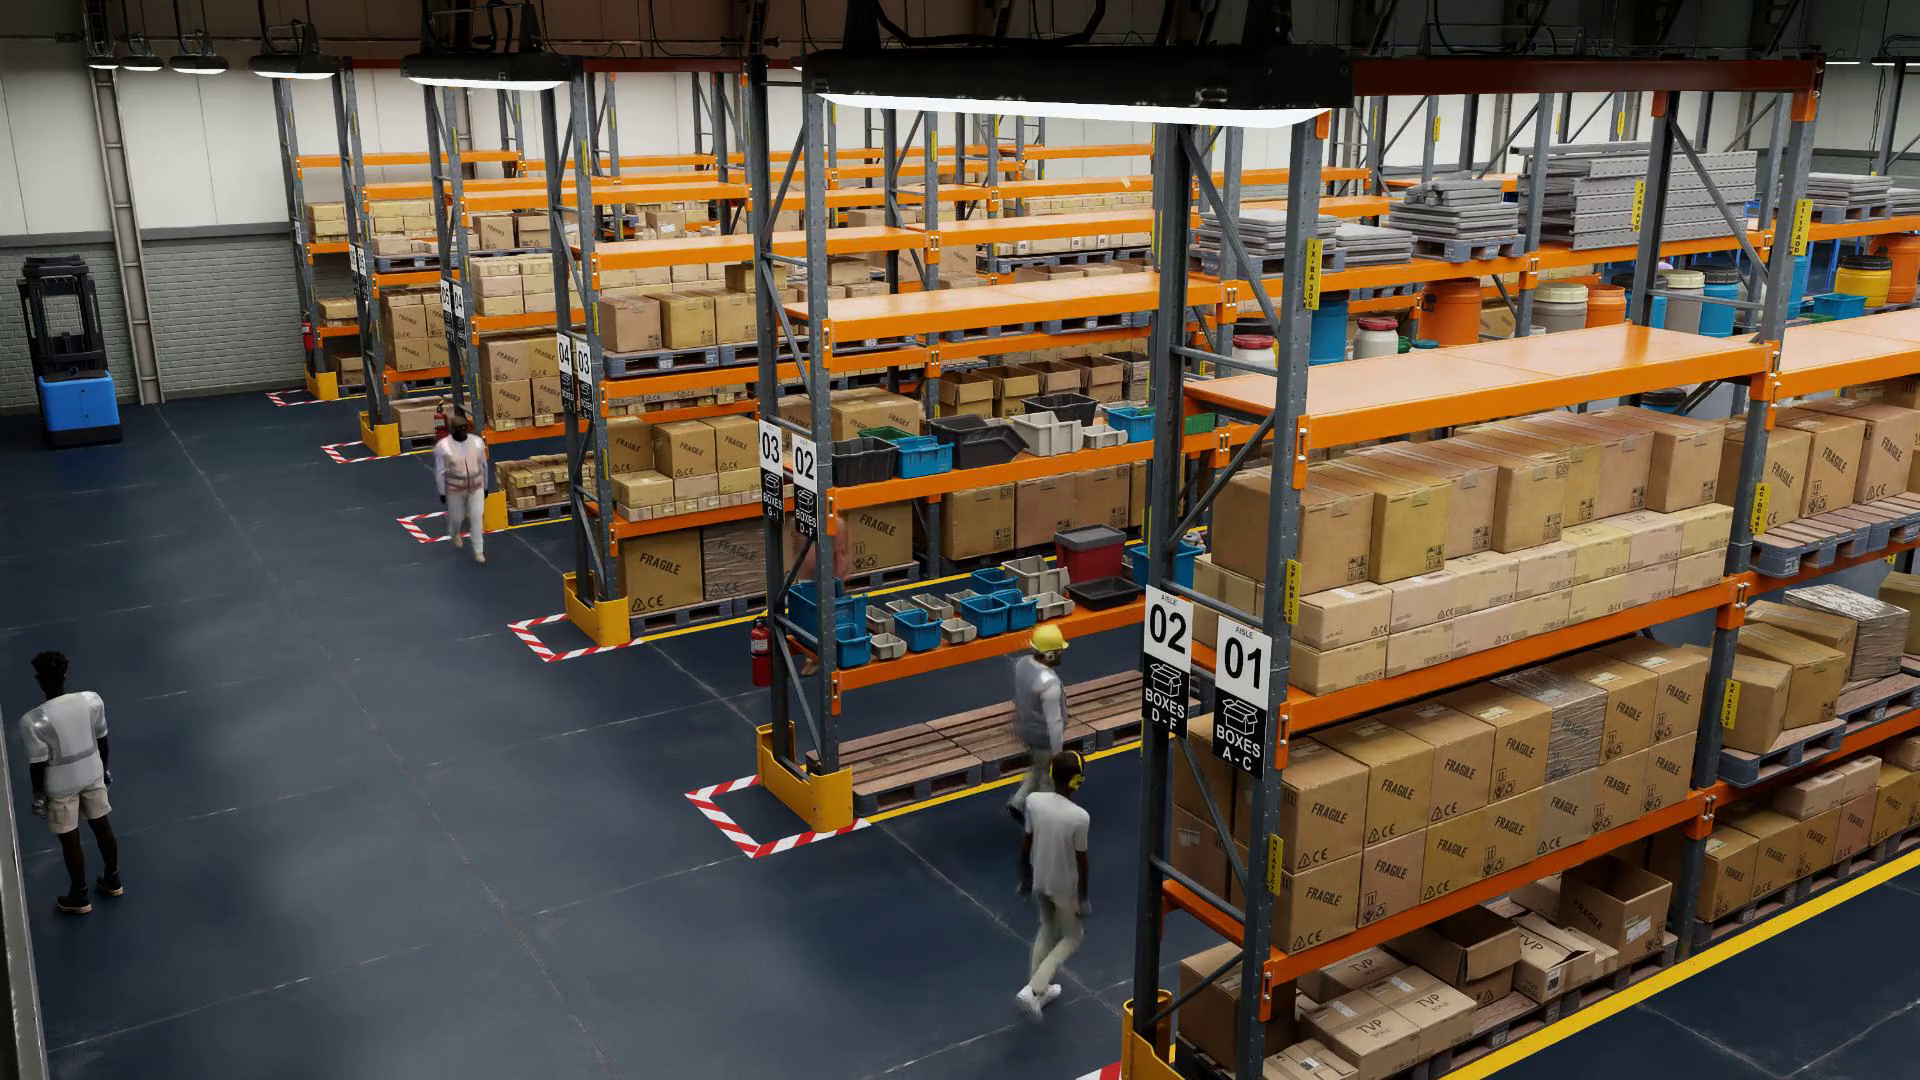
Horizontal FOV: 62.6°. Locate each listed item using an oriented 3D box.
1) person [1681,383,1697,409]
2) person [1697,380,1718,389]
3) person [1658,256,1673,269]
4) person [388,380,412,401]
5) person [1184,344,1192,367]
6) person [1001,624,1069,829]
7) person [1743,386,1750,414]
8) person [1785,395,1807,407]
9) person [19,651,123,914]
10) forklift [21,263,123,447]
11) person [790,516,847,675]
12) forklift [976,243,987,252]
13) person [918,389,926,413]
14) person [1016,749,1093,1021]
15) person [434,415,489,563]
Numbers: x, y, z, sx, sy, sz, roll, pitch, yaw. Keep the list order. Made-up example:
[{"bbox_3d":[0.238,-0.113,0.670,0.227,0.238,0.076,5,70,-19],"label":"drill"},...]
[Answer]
[{"bbox_3d":[12.873,-3.242,27.761,0.631,1.939,1.049,11,20,32],"label":"person"},{"bbox_3d":[14.180,-3.784,29.630,0.644,1.890,0.657,-1,17,-4],"label":"person"},{"bbox_3d":[15.838,-5.639,35.780,0.374,1.840,0.569,-11,20,-33],"label":"person"},{"bbox_3d":[-9.359,-2.735,26.322,0.723,1.803,0.631,-8,19,-25],"label":"person"},{"bbox_3d":[3.553,-2.071,23.997,0.730,1.896,0.603,-6,18,-20],"label":"person"},{"bbox_3d":[0.639,1.516,12.363,0.445,1.813,0.610,-7,18,-21],"label":"person"},{"bbox_3d":[11.625,-1.798,23.193,0.873,1.853,0.577,-2,17,-7],"label":"person"},{"bbox_3d":[11.757,-1.437,22.154,0.583,1.755,0.526,0,17,0],"label":"person"},{"bbox_3d":[-6.426,1.731,11.408,0.362,1.965,0.611,9,19,26],"label":"person"},{"bbox_3d":[-14.518,-3.079,25.708,1.129,2.768,1.873,-10,20,-31],"label":"forklift"},{"bbox_3d":[-1.407,0.336,15.960,0.610,1.979,0.726,5,18,15],"label":"person"},{"bbox_3d":[0.988,-5.474,34.718,1.214,2.155,2.313,-10,20,-31],"label":"forklift"},{"bbox_3d":[-0.385,-1.411,22.375,0.527,1.581,0.923,14,22,39],"label":"person"},{"bbox_3d":[0.585,2.215,10.049,0.564,1.835,0.543,15,23,41],"label":"person"},{"bbox_3d":[-6.149,-0.664,19.514,0.632,1.820,0.768,-10,19,-29],"label":"person"}]
